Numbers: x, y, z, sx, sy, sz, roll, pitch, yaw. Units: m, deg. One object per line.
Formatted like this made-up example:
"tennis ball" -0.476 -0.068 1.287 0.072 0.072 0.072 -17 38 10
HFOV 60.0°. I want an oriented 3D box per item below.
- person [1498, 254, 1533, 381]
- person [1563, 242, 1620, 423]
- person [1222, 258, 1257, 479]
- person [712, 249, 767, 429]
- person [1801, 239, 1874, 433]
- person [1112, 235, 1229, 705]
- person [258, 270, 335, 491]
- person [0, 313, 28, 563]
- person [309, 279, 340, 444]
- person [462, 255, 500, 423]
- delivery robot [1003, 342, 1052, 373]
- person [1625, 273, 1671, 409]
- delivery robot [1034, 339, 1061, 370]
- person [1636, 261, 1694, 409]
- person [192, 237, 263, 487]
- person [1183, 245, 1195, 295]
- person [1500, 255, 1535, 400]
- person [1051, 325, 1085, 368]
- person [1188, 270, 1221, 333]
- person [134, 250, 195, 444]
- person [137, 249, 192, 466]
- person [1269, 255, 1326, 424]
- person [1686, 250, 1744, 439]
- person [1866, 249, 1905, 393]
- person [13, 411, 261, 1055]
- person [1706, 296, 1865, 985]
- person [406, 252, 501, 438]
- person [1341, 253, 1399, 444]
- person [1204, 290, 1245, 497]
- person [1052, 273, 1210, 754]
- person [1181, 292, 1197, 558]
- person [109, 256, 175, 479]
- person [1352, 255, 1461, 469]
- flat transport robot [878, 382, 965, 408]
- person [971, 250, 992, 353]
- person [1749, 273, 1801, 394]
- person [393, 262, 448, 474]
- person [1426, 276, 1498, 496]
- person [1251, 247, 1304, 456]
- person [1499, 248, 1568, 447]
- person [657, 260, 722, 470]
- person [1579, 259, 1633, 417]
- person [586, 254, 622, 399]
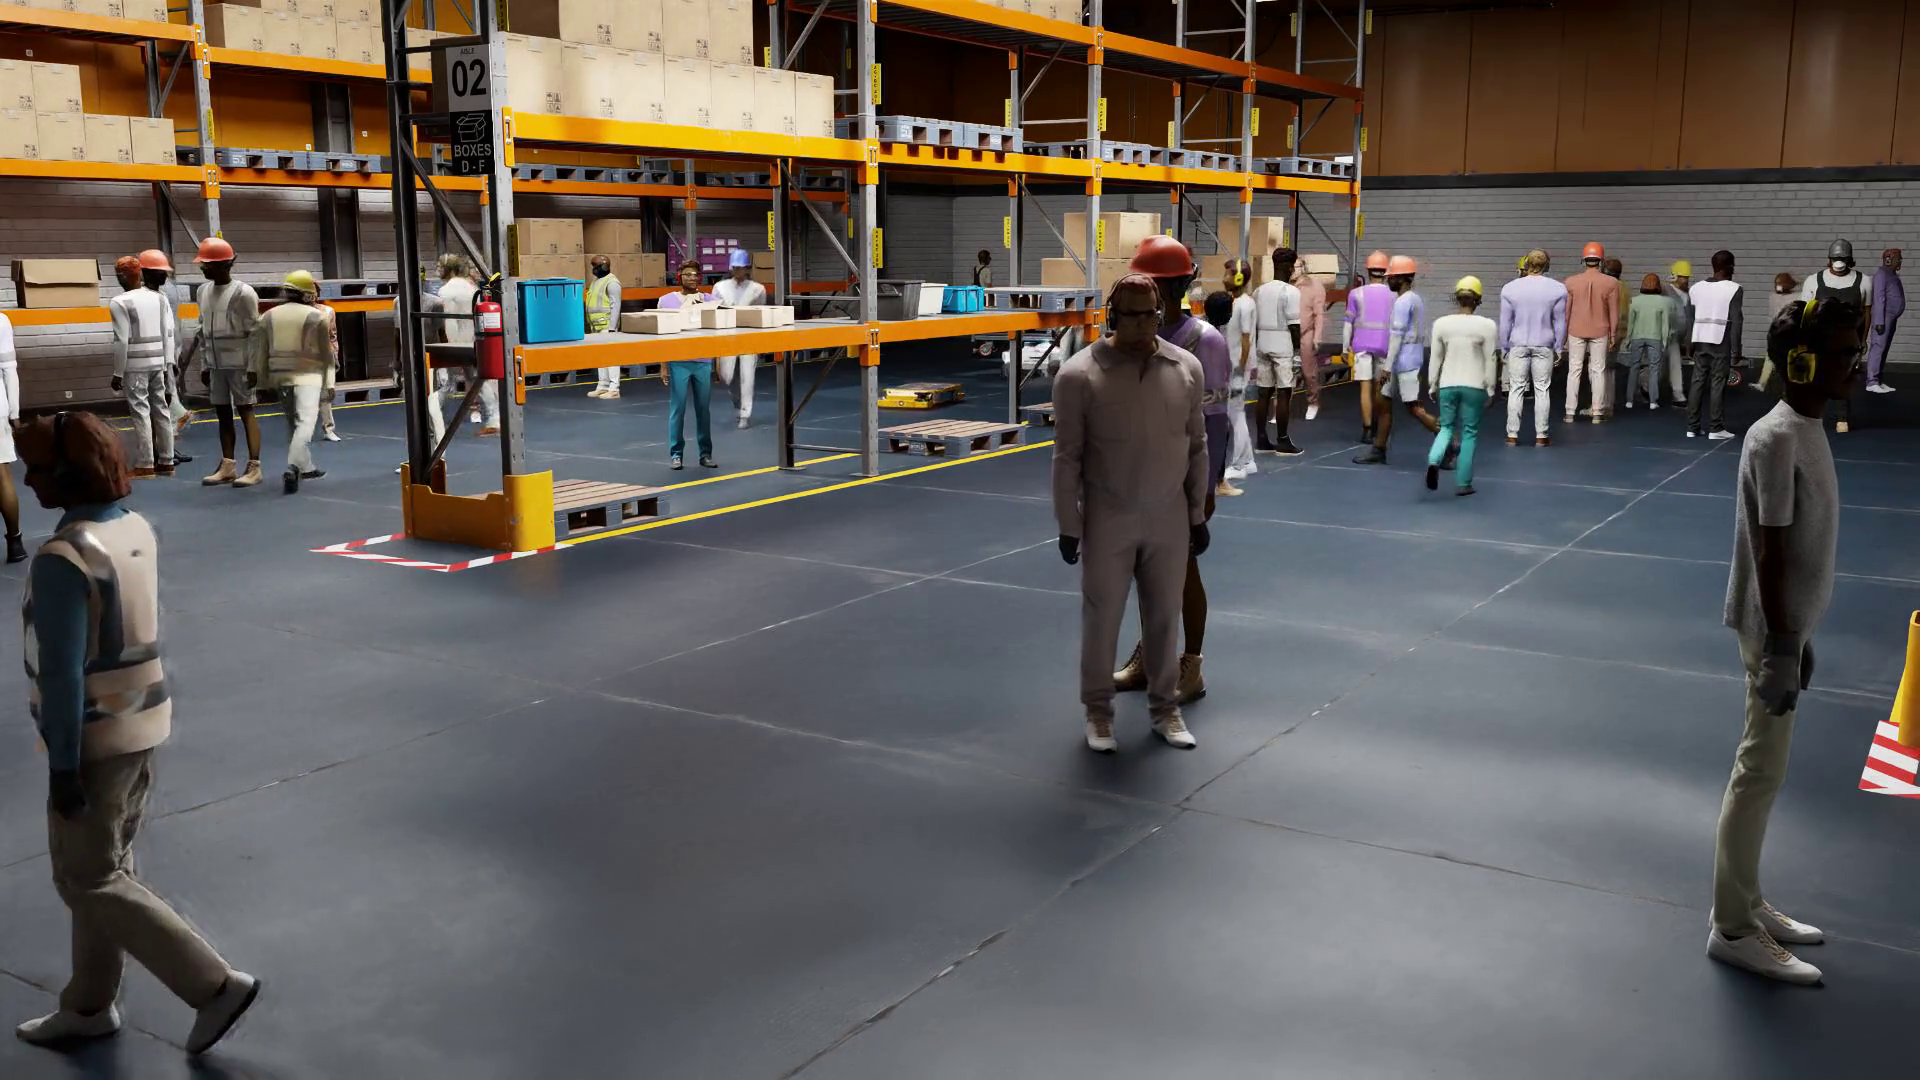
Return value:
"person" 8.161 -3.181 23.863 1.011 1.834 0.581 -5 11 -24
"person" 6.964 -2.285 18.413 0.612 1.997 0.375 4 11 23
"person" 2.345 -1.443 14.115 0.341 1.876 0.543 0 10 2
"person" -2.386 -2.188 18.060 0.619 1.931 0.727 0 10 0
"person" 9.199 -2.143 17.504 0.689 2.000 0.537 5 11 24
"person" 0.874 -0.294 7.253 0.392 2.041 0.615 -7 13 -35
"person" -5.453 -1.308 13.611 0.627 1.789 0.881 1 10 6
"person" -6.150 -0.796 10.348 0.542 1.931 0.375 -7 12 -33
"person" -6.467 -1.786 16.637 0.521 1.640 0.306 -9 14 -42
"person" -5.235 -2.174 18.181 0.657 1.857 0.957 -5 11 -24
"delivery robot" 0.972 -2.605 23.925 0.707 0.478 0.477 1 10 5
"person" 8.271 -2.390 20.035 0.497 1.626 0.288 6 12 30
"delivery robot" 1.265 -2.730 24.614 0.707 0.478 0.477 -5 11 -26
"person" 8.641 -2.507 20.263 0.597 1.786 0.912 -5 11 -27
"person" -6.012 -1.447 13.650 0.609 2.040 0.395 4 11 22
"person" 3.209 -3.433 24.915 0.948 1.955 0.617 5 11 26
"person" 7.153 -2.695 21.140 0.597 1.831 0.403 -2 10 -12
"person" 1.471 -2.787 21.569 0.604 1.859 1.028 1 10 8
"person" 3.406 -3.005 23.448 0.517 1.619 0.562 6 12 31
"person" -7.896 -1.900 16.480 0.641 1.922 0.486 6 12 31
"person" -7.202 -1.633 14.962 0.353 1.939 0.544 0 10 -2
"person" 3.779 -2.244 18.551 0.640 1.874 0.946 6 12 30
"person" 7.698 -1.991 17.009 0.386 1.916 0.590 -6 12 -31
"person" 12.353 -2.919 22.175 0.410 1.909 0.643 9 13 40
"person" -2.073 0.492 4.068 0.635 1.624 0.526 -1 10 -4
"person" 2.299 0.269 4.616 0.328 1.872 0.508 6 12 28
"person" -5.166 -1.976 16.992 1.023 1.887 0.631 3 11 14
"person" 4.154 -1.942 16.803 0.569 1.883 0.972 1 10 7
"person" 1.813 -1.140 13.062 0.808 1.643 0.552 -3 11 -15
"person" 0.687 -0.097 6.584 0.654 1.896 0.400 -3 11 -16
"person" 1.311 -0.714 10.408 0.484 1.745 0.296 -6 12 -30
"person" -6.957 -1.456 14.125 0.355 1.887 0.573 3 11 18
"person" 4.032 -1.574 14.766 0.938 1.904 0.545 4 11 19
"flat transport robot" -0.469 -1.789 20.447 0.652 0.197 1.431 3 11 18
"person" 0.409 -4.255 29.746 0.336 1.844 0.508 -9 13 -39
"person" 10.706 -2.674 21.688 0.877 1.571 0.531 -6 12 -32
"person" -4.665 -1.487 14.361 0.530 1.864 0.313 3 11 15
"person" 3.940 -1.201 13.099 0.523 1.746 0.514 8 13 37
"person" 3.003 -1.771 15.673 0.374 1.959 0.603 -7 12 -33
"person" 5.599 -1.873 16.293 0.630 1.940 0.372 4 11 21
"person" -2.392 -1.553 14.763 0.565 1.850 0.390 -4 11 -23
"person" 7.453 -2.328 19.212 0.763 1.805 0.430 -9 14 -42
"person" -4.570 -2.730 21.316 0.429 1.843 0.627 -8 13 -37
